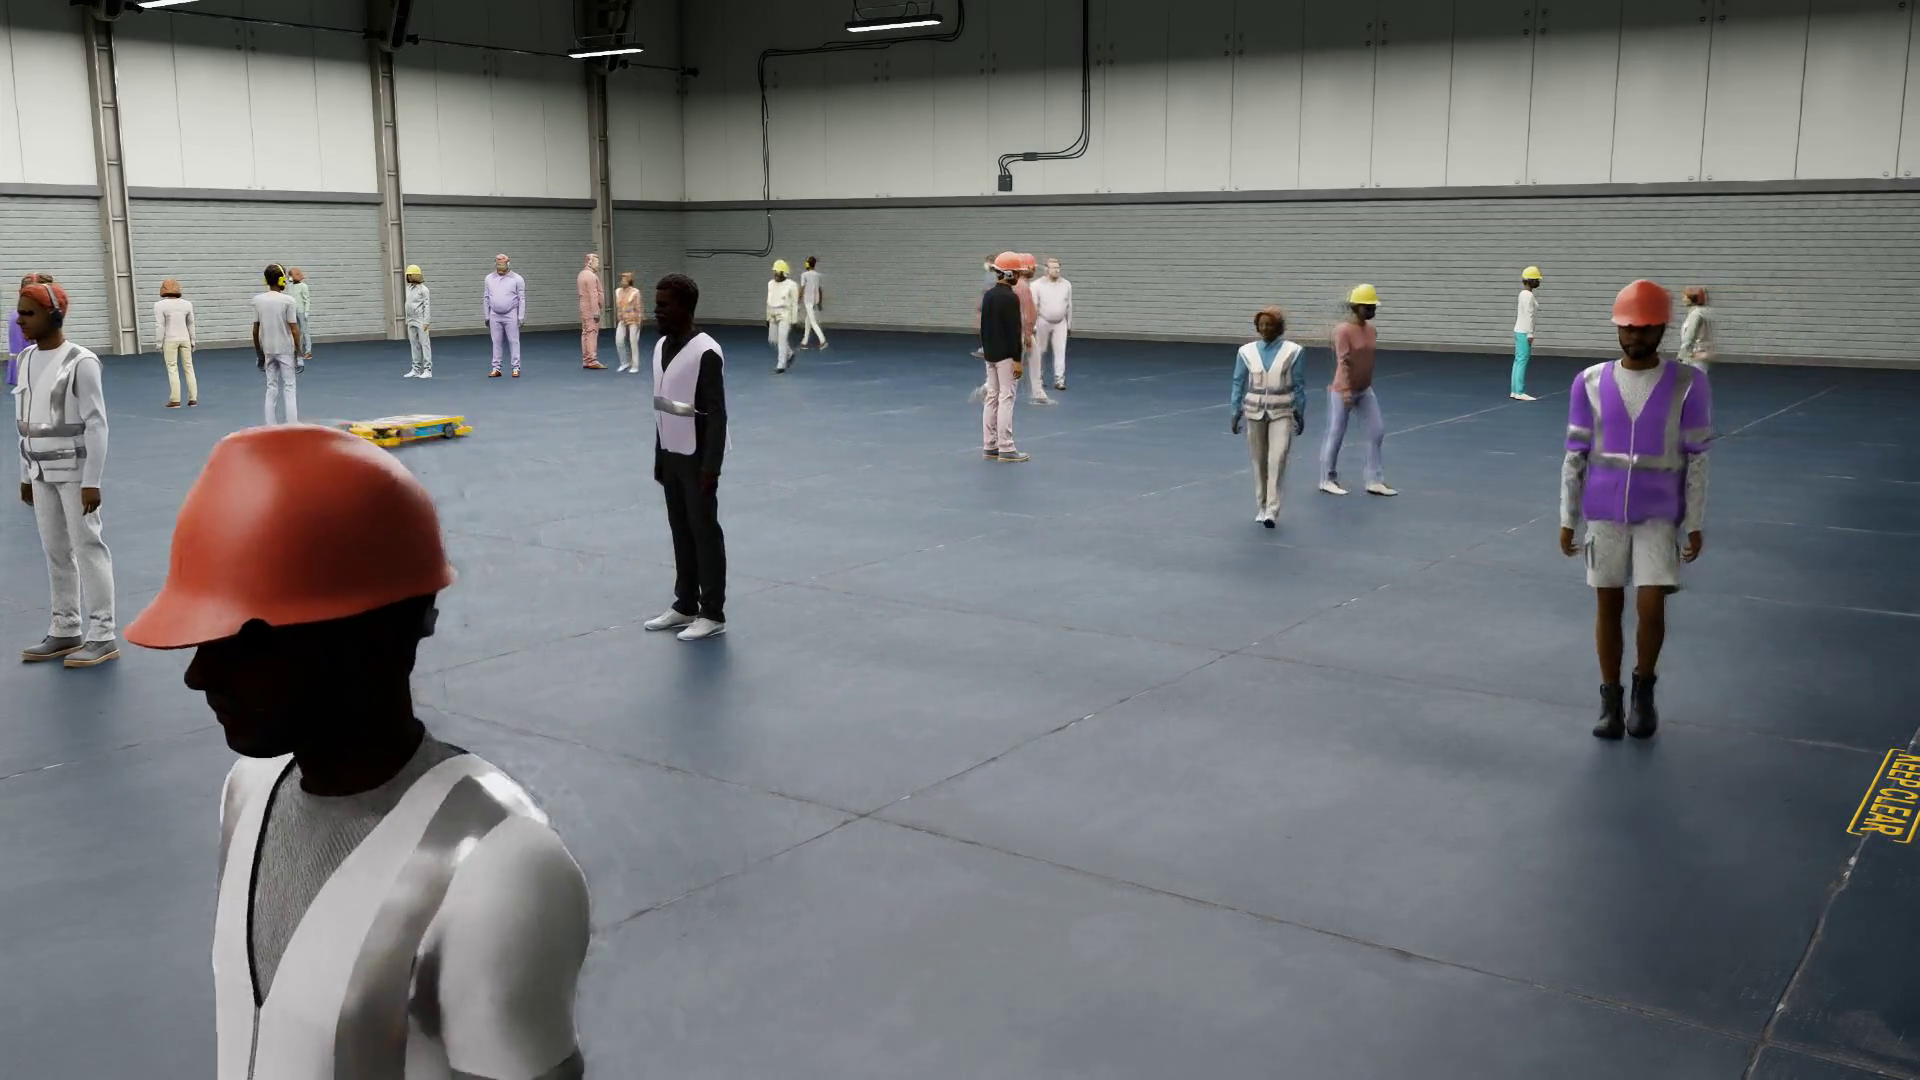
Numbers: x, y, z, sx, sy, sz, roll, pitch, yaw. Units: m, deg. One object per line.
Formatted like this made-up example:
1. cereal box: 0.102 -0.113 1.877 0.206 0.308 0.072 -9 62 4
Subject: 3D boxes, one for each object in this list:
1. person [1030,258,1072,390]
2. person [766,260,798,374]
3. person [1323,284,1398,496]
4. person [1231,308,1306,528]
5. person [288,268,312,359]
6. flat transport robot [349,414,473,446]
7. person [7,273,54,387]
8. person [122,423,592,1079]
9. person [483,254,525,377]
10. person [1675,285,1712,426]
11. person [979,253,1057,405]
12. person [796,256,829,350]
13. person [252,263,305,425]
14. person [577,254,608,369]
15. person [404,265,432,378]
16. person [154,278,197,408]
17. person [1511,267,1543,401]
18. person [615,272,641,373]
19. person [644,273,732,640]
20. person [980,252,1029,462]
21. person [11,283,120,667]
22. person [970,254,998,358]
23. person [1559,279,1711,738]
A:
1. person: 1.297 -3.110 23.884 0.647 1.869 0.965 -2 10 -10
2. person: -2.824 -3.557 26.531 0.605 1.819 0.590 8 13 38
3. person: 3.284 -1.206 13.598 0.537 1.738 0.749 -7 12 -34
4. person: 2.229 -0.882 12.151 0.527 1.599 0.819 4 11 23
5. person: -11.929 -4.080 29.982 0.507 1.631 0.273 6 12 28
6. flat transport robot: -5.842 -1.169 17.496 0.652 0.197 1.431 4 11 21
7. person: -7.432 -1.223 13.408 0.563 1.838 0.390 8 13 38
8. person: -0.564 0.809 1.844 0.550 1.912 0.841 9 13 41
9. person: -7.079 -3.469 25.814 0.639 1.903 0.409 0 10 1
10. person: 7.882 -1.942 18.044 0.631 1.615 0.527 3 11 18
11. person: 0.738 -2.689 21.295 0.962 1.967 0.620 0 10 3
12. person: -2.904 -4.646 32.620 0.940 1.833 0.535 8 13 38
13. person: -7.004 -1.900 17.116 0.528 1.869 0.313 2 10 11
14. person: -6.083 -3.773 27.521 0.402 1.901 0.638 -5 11 -27
15. person: -8.413 -3.379 25.750 0.484 1.744 0.295 6 12 29
16. person: -9.941 -2.491 21.082 0.266 1.631 0.507 8 13 37
17. person: 7.511 -2.728 22.076 0.359 1.777 0.528 1 10 8
18. person: -5.300 -3.469 26.609 0.517 1.609 0.416 5 11 25
19. person: -1.425 -0.438 8.785 0.399 1.920 0.590 -8 13 -37
20. person: 0.431 -1.748 15.906 0.396 1.992 0.623 -5 11 -28
21. person: -4.434 -0.316 8.202 0.575 1.883 0.355 5 11 26
22. person: 0.658 -4.258 30.322 1.038 1.880 0.653 -4 11 -22
23. person: 2.780 -0.109 6.913 0.567 1.925 0.427 6 12 31
